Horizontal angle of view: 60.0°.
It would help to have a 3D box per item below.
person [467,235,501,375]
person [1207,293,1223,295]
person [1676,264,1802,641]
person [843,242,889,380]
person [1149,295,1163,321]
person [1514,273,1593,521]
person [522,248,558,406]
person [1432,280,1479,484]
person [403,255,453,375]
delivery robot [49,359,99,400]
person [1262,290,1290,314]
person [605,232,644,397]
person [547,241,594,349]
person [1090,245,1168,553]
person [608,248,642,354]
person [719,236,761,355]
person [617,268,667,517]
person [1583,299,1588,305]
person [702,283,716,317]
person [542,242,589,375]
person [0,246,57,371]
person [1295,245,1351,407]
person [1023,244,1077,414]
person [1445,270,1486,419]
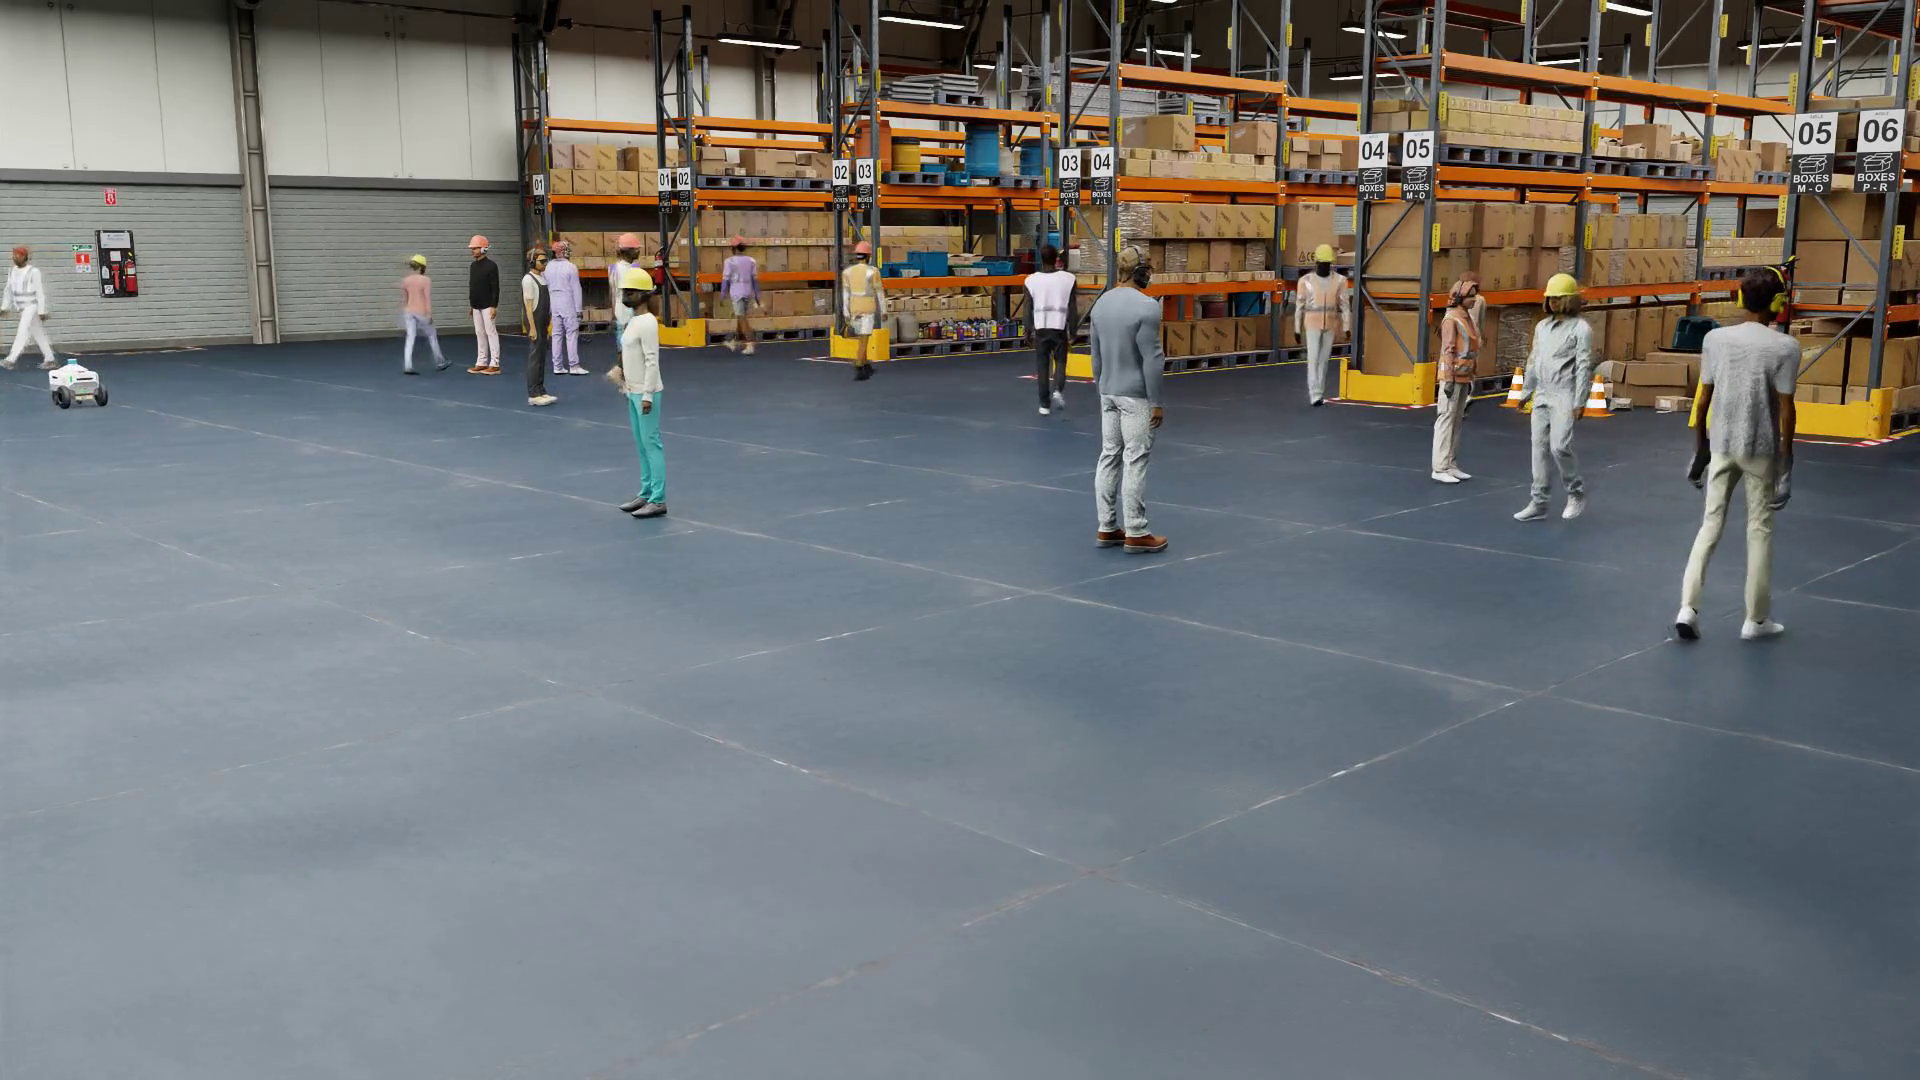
[{"bbox_3d":[-6.911,-3.401,24.095,0.610,1.996,0.379,8,13,38],"label":"person"},{"bbox_3d":[6.111,-6.231,40.063,0.599,1.806,0.842,9,14,42],"label":"person"},{"bbox_3d":[3.866,-0.412,8.258,0.496,1.902,0.551,-9,14,-41],"label":"person"},{"bbox_3d":[-1.308,-3.227,23.411,0.567,1.899,0.922,5,12,26],"label":"person"},{"bbox_3d":[4.469,-5.920,37.985,0.627,1.941,0.371,0,10,1],"label":"person"},{"bbox_3d":[4.151,-0.996,11.687,0.378,1.739,0.506,-5,11,-24],"label":"person"},{"bbox_3d":[-5.020,-2.539,19.805,0.331,1.844,0.520,1,10,3],"label":"person"},{"bbox_3d":[4.048,-1.291,13.562,0.311,1.638,0.521,7,12,34],"label":"person"},{"bbox_3d":[-7.810,-3.269,24.141,0.537,1.702,0.937,4,11,20],"label":"person"},{"bbox_3d":[-10.494,-1.898,19.691,0.707,0.478,0.477,10,14,42],"label":"delivery robot"},{"bbox_3d":[5.441,-4.216,28.720,0.375,1.931,0.542,-10,14,-44],"label":"person"},{"bbox_3d":[-4.131,-2.804,20.726,0.471,2.032,0.627,-2,11,-9],"label":"person"},{"bbox_3d":[-7.030,-4.317,29.387,0.992,1.883,0.578,1,10,4],"label":"person"},{"bbox_3d":[1.083,-0.901,10.618,0.368,1.939,0.632,-7,12,-34],"label":"person"},{"bbox_3d":[-5.626,-4.044,28.110,0.572,1.815,0.798,-3,11,-18],"label":"person"},{"bbox_3d":[-3.757,-4.148,28.191,1.050,1.988,0.657,10,15,44],"label":"person"},{"bbox_3d":[-2.300,-1.061,11.957,0.307,1.771,0.532,-5,11,-24],"label":"person"},{"bbox_3d":[10.250,-4.041,28.148,0.946,1.802,0.628,-8,13,-36],"label":"person"},{"bbox_3d":[-5.066,-5.017,33.314,0.519,1.847,0.813,10,14,42],"label":"person"},{"bbox_3d":[-5.687,-3.339,24.001,0.640,1.909,0.409,5,12,26],"label":"person"},{"bbox_3d":[-13.929,-3.427,24.680,0.586,1.817,1.032,6,12,29],"label":"person"},{"bbox_3d":[4.248,-2.487,19.444,0.599,1.874,0.964,0,10,-3],"label":"person"},{"bbox_3d":[1.013,-2.379,18.777,0.615,1.901,0.456,0,10,1],"label":"person"},{"bbox_3d":[5.510,-2.118,18.119,0.515,1.622,0.435,-4,11,-19],"label":"person"}]
